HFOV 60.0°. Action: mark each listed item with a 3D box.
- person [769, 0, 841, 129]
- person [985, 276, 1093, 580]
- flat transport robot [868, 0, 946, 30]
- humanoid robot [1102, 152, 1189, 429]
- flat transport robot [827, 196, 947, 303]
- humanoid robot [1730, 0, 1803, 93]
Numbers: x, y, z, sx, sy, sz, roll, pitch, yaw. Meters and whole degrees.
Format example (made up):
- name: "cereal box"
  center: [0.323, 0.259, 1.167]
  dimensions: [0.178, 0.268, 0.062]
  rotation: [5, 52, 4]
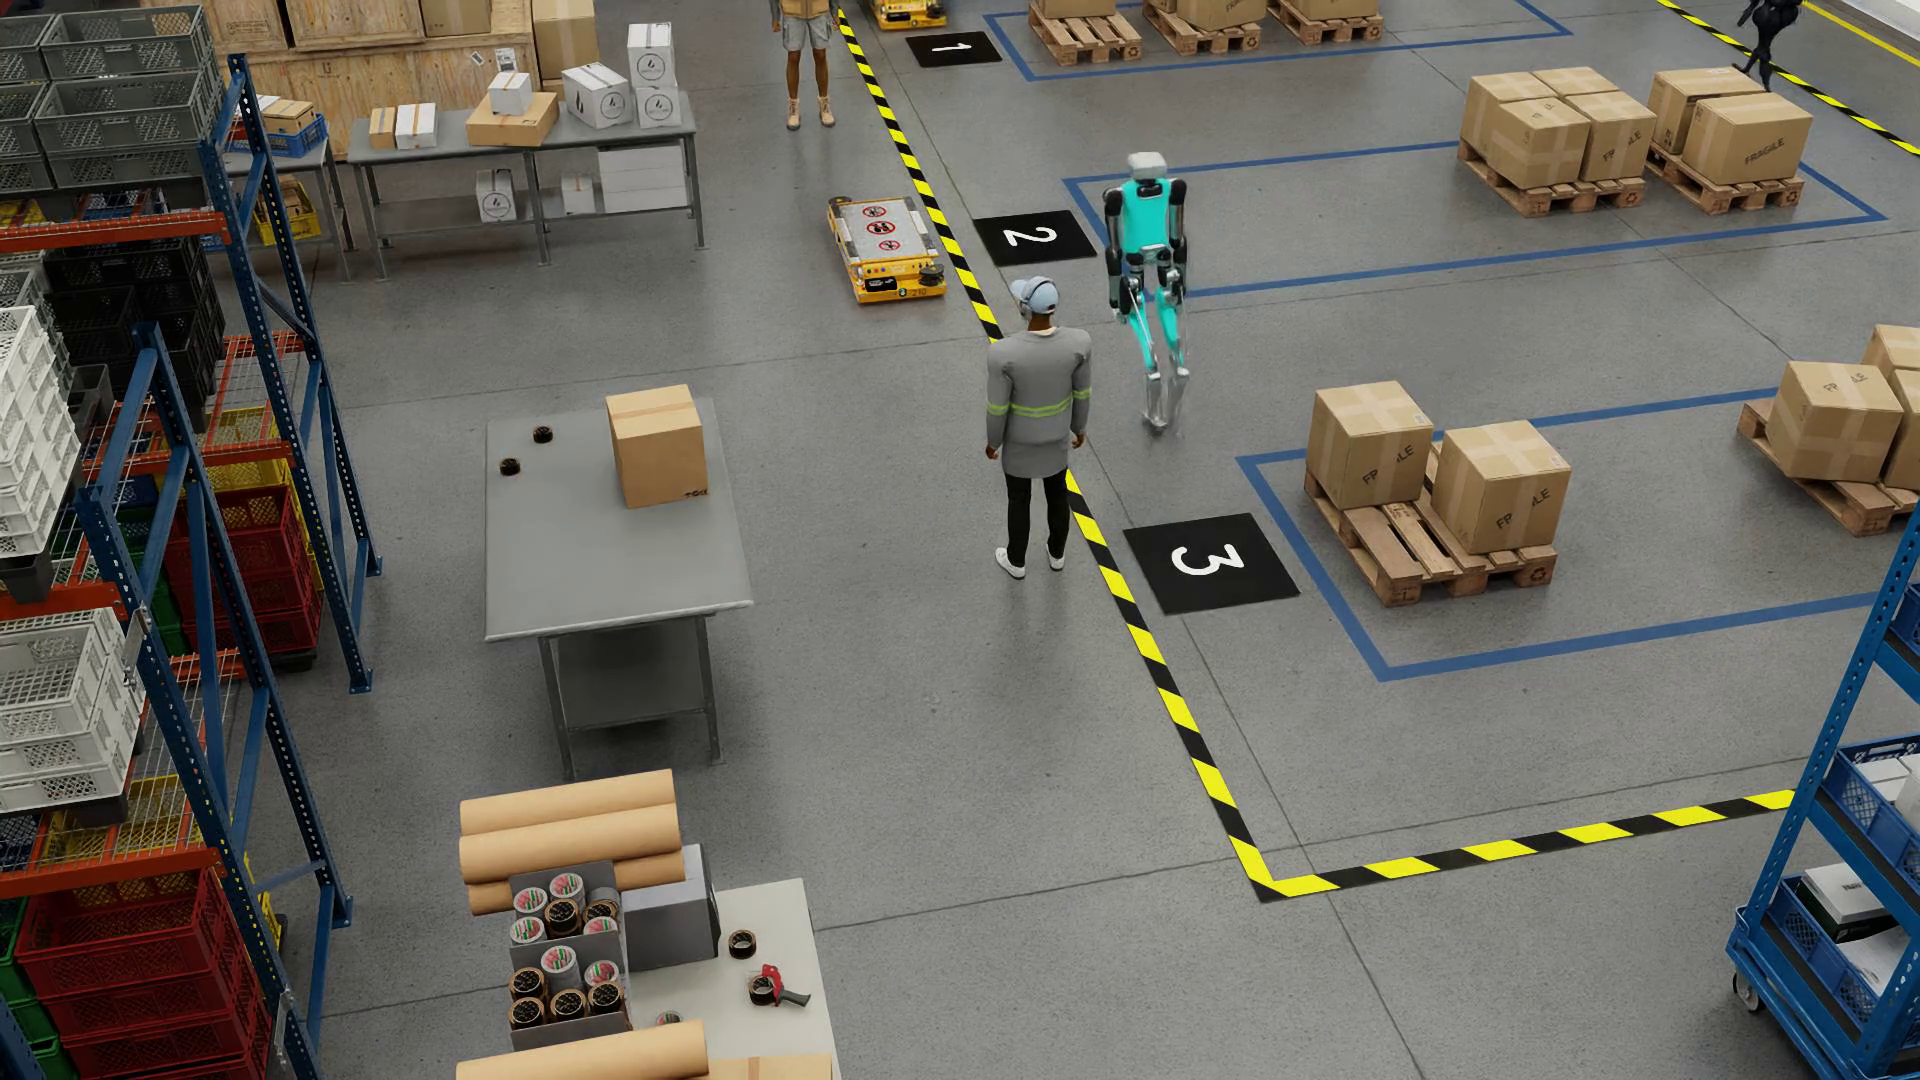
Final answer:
- name: "person"
  center: [-1.314, -4.511, 14.128]
  dimensions: [0.612, 2.047, 0.360]
  rotation: [-6, 37, -8]
- name: "person"
  center: [0.414, -0.603, 9.036]
  dimensions: [0.596, 1.852, 0.361]
  rotation: [-10, 38, -13]
- name: "flat transport robot"
  center: [-0.607, -5.575, 17.023]
  dimensions: [0.652, 0.197, 1.431]
  rotation: [-8, 37, -10]
- name: "humanoid robot"
  center: [1.212, -1.414, 10.280]
  dimensions: [0.555, 1.843, 0.781]
  rotation: [-11, 38, -14]
- name: "flat transport robot"
  center: [-0.570, -2.220, 12.538]
  dimensions: [0.659, 0.231, 1.431]
  rotation: [-8, 37, -10]
- name: "humanoid robot"
  center: [7.241, -4.788, 14.832]
  dimensions: [0.584, 1.632, 0.737]
  rotation: [-14, 39, -18]
